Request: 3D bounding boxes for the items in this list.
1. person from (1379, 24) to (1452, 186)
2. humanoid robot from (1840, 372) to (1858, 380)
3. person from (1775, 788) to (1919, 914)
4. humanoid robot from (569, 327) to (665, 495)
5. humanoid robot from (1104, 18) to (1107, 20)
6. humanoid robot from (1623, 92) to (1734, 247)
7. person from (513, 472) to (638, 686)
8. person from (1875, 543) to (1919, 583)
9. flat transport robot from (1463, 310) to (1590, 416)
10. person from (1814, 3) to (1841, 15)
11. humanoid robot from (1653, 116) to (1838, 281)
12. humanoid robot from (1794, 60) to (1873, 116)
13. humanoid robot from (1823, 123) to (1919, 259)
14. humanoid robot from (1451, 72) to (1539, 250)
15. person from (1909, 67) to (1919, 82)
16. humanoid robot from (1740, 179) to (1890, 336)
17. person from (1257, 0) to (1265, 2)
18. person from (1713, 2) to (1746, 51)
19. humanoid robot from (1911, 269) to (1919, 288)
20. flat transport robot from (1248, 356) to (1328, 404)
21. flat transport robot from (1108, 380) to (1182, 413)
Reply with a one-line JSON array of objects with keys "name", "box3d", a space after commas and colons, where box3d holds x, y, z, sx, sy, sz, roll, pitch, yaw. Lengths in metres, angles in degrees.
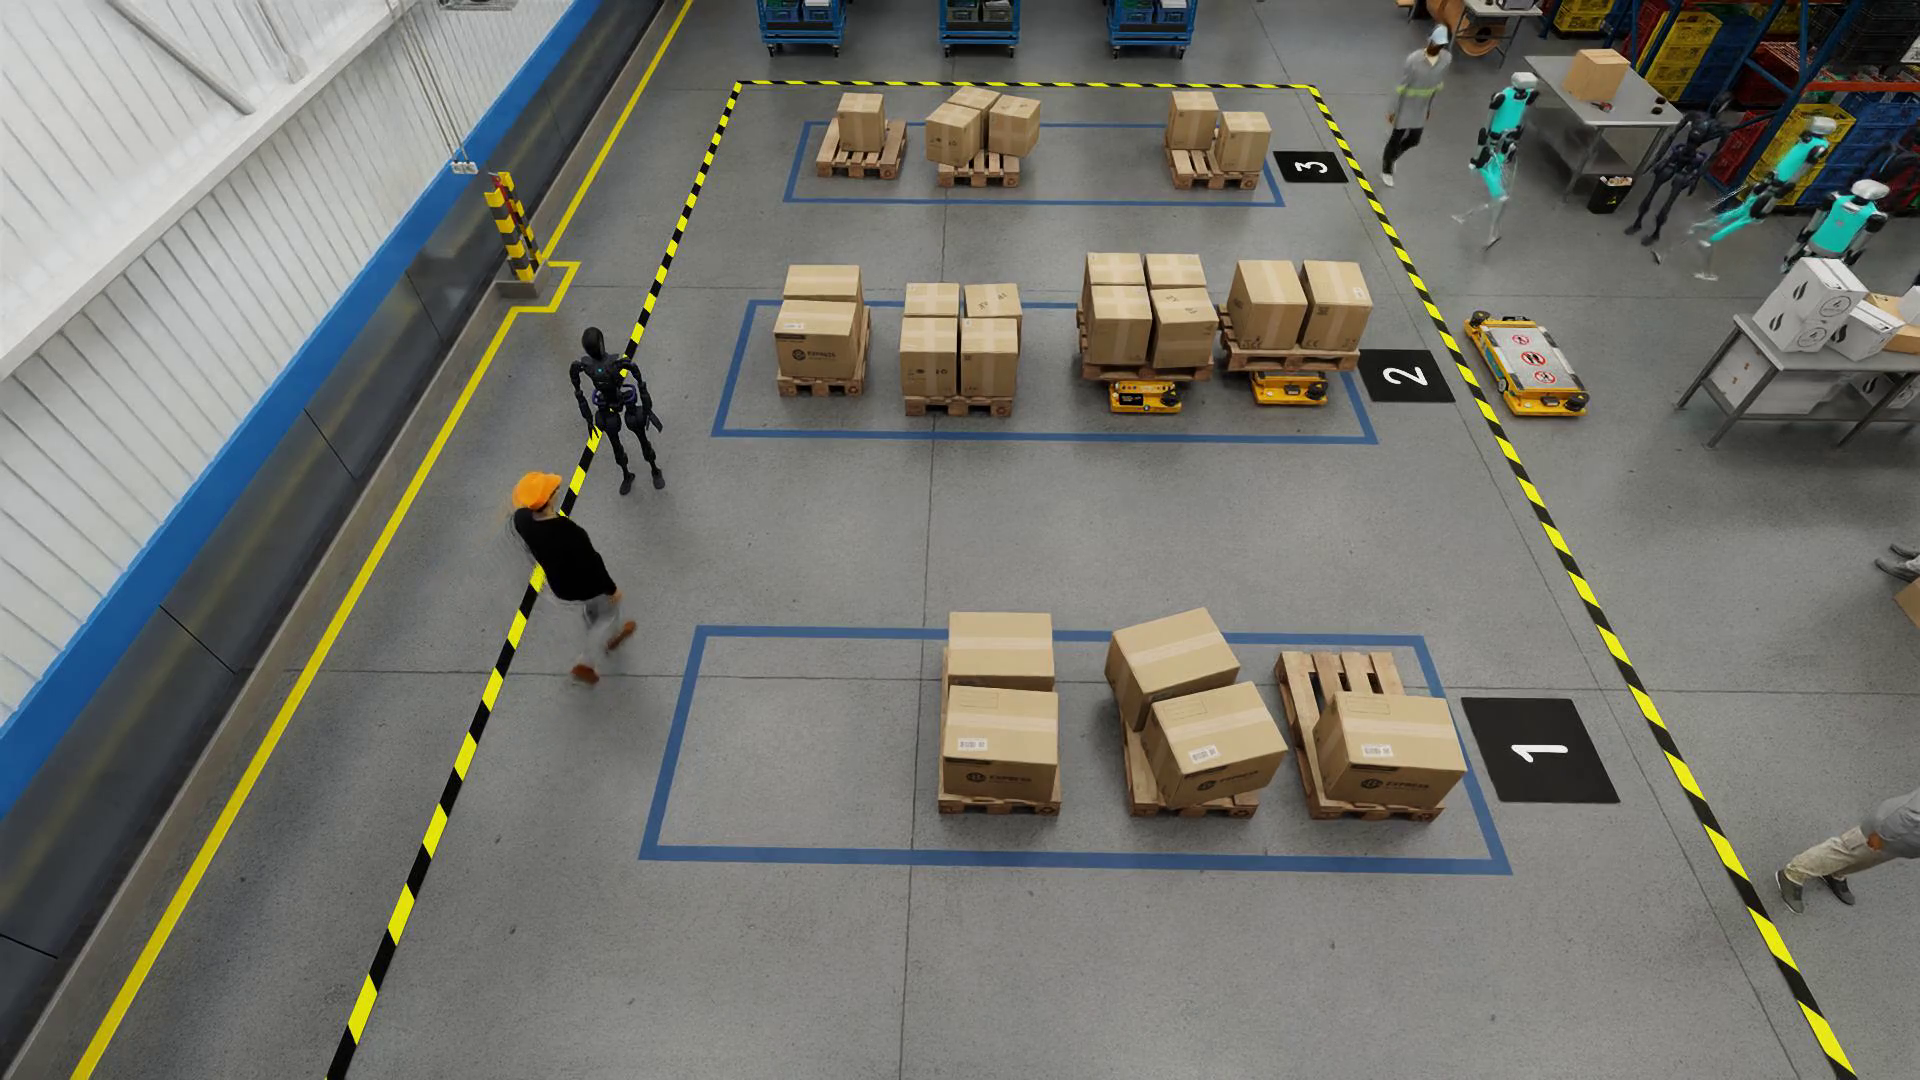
[{"name": "person", "box3d": [5.430, -5.220, 11.022, 0.593, 1.862, 0.463, -4, 49, -3]}, {"name": "humanoid robot", "box3d": [8.766, -1.899, 8.287, 0.546, 1.882, 0.830, -2, 49, -2]}, {"name": "person", "box3d": [5.370, 1.606, 5.150, 0.568, 1.768, 0.398, -5, 49, -4]}, {"name": "humanoid robot", "box3d": [-2.774, -1.039, 7.489, 0.599, 1.659, 0.315, -7, 50, -6]}, {"name": "humanoid robot", "box3d": [2.751, -8.948, 14.379, 0.787, 1.630, 0.592, -1, 49, -1]}, {"name": "humanoid robot", "box3d": [7.998, -4.136, 10.179, 0.363, 1.644, 0.584, -25, 54, -20]}, {"name": "person", "box3d": [-2.638, 0.300, 6.218, 0.593, 1.862, 0.626, 23, 53, 19]}, {"name": "person", "box3d": [7.738, -0.404, 6.781, 0.602, 1.939, 0.411, -30, 55, -23]}, {"name": "flat transport robot", "box3d": [5.573, -1.757, 9.054, 0.659, 0.231, 1.431, 1, 49, 1]}, {"name": "person", "box3d": [12.464, -7.534, 13.014, 0.619, 1.845, 0.430, 12, 50, 10]}, {"name": "humanoid robot", "box3d": [8.181, -3.577, 9.703, 0.924, 1.828, 0.581, 16, 51, 14]}, {"name": "humanoid robot", "box3d": [11.305, -6.075, 11.840, 1.044, 1.740, 0.547, -1, 49, 0]}, {"name": "humanoid robot", "box3d": [9.608, -3.594, 9.706, 0.327, 1.650, 0.596, -11, 50, -9]}, {"name": "humanoid robot", "box3d": [6.072, -4.110, 10.137, 0.543, 1.766, 0.961, -12, 50, -10]}, {"name": "person", "box3d": [14.039, -7.175, 12.724, 0.585, 1.812, 0.428, 14, 51, 12]}, {"name": "humanoid robot", "box3d": [8.349, -2.690, 8.881, 1.018, 1.719, 0.541, -22, 53, -18]}, {"name": "person", "box3d": [5.060, -9.936, 15.030, 0.626, 1.940, 0.373, 21, 52, 17]}, {"name": "person", "box3d": [11.230, -7.977, 13.343, 0.812, 1.933, 0.633, 2, 49, 1]}, {"name": "humanoid robot", "box3d": [10.091, -3.042, 9.237, 0.608, 1.649, 0.343, -36, 58, -27]}, {"name": "flat transport robot", "box3d": [3.175, -1.891, 9.152, 0.652, 0.197, 1.431, 1, 49, 1]}, {"name": "flat transport robot", "box3d": [1.773, -1.807, 9.079, 0.652, 0.197, 1.431, 1, 49, 1]}]
